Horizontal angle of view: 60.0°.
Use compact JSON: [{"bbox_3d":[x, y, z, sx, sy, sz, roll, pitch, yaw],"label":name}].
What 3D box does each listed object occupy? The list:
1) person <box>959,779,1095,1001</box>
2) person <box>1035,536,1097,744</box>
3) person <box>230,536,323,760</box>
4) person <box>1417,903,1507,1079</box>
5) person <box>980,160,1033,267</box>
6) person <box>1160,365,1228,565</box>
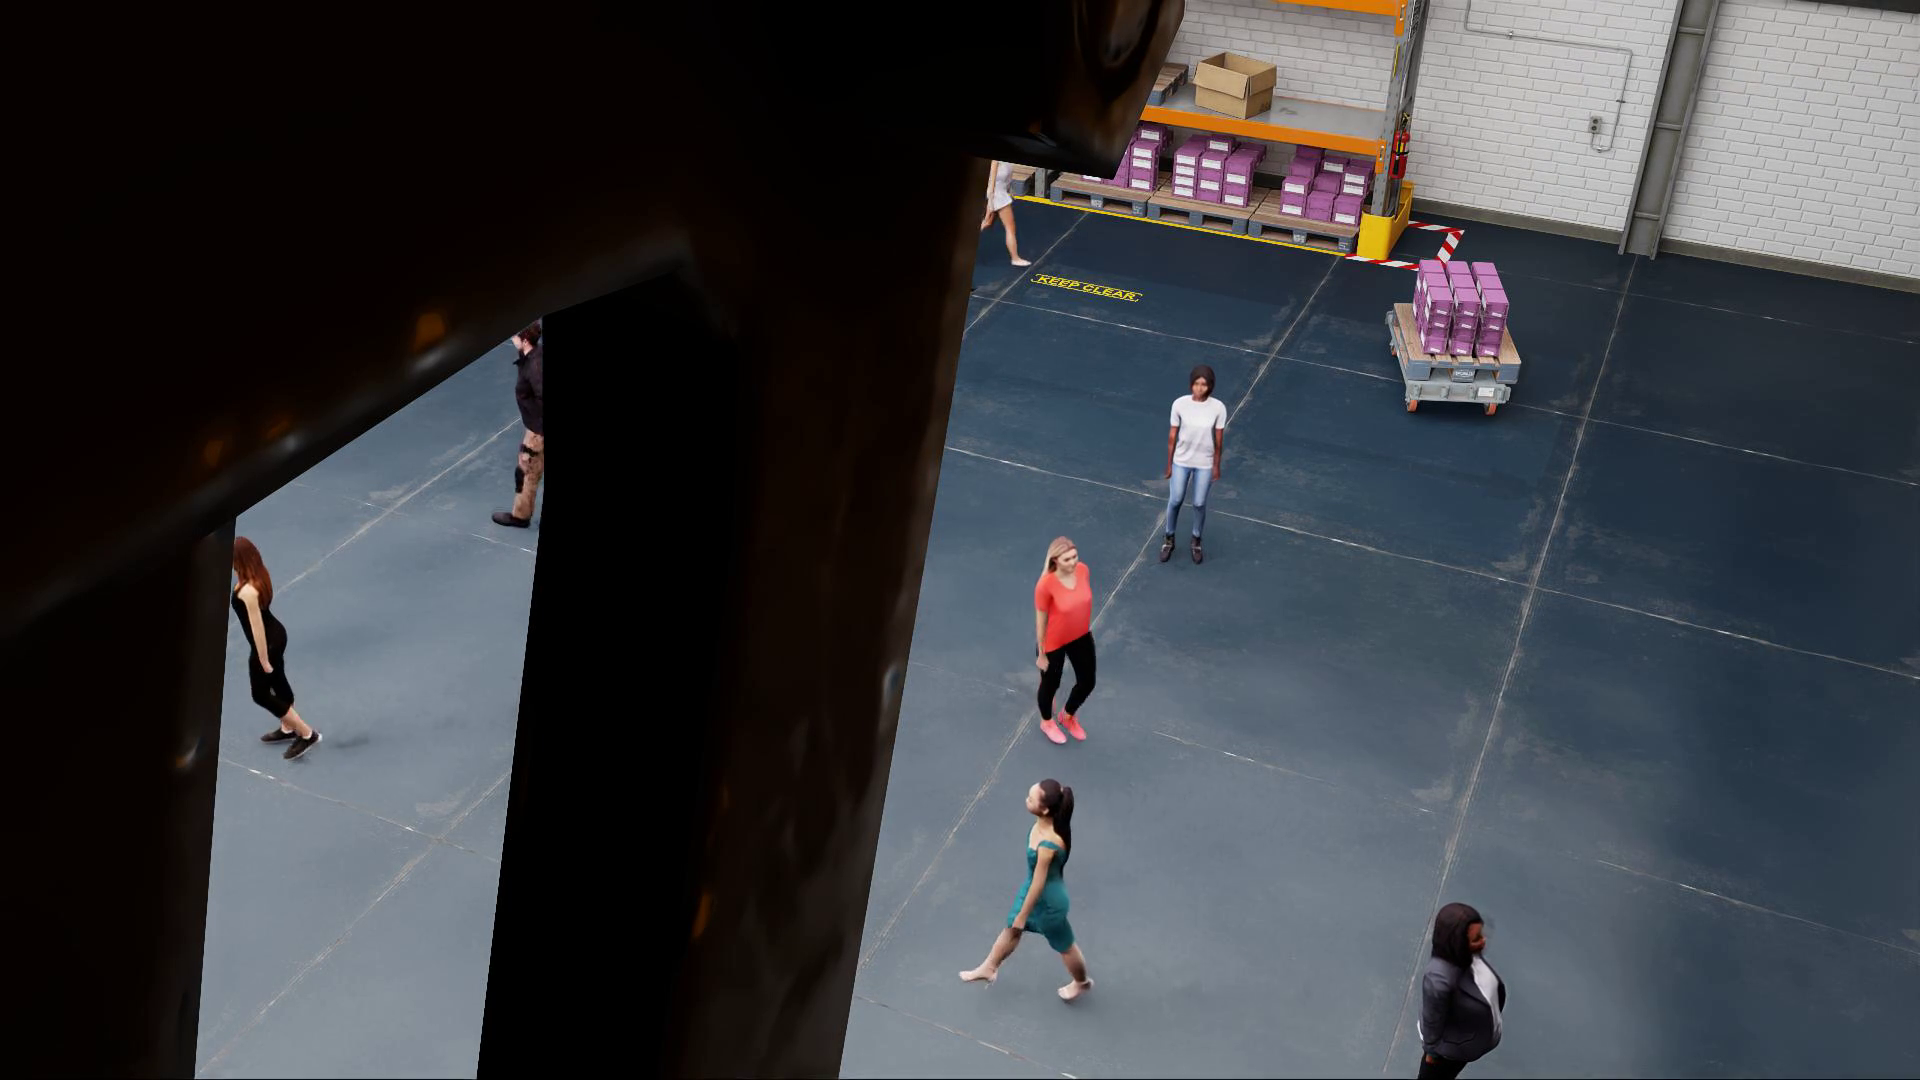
[{"bbox_3d":[0.562,2.008,9.260,1.093,1.645,0.849,1,34,1],"label":"person"},{"bbox_3d":[0.639,0.650,11.273,0.744,1.678,0.776,-20,39,-28],"label":"person"},{"bbox_3d":[-4.598,0.699,11.161,0.828,1.721,0.765,-5,34,-7],"label":"person"},{"bbox_3d":[2.513,2.498,8.569,0.633,1.593,0.645,15,36,21],"label":"person"},{"bbox_3d":[0.338,-3.711,17.931,1.081,1.570,0.667,9,35,13],"label":"person"},{"bbox_3d":[1.839,-0.602,13.119,0.549,1.719,0.697,5,34,8],"label":"person"}]
